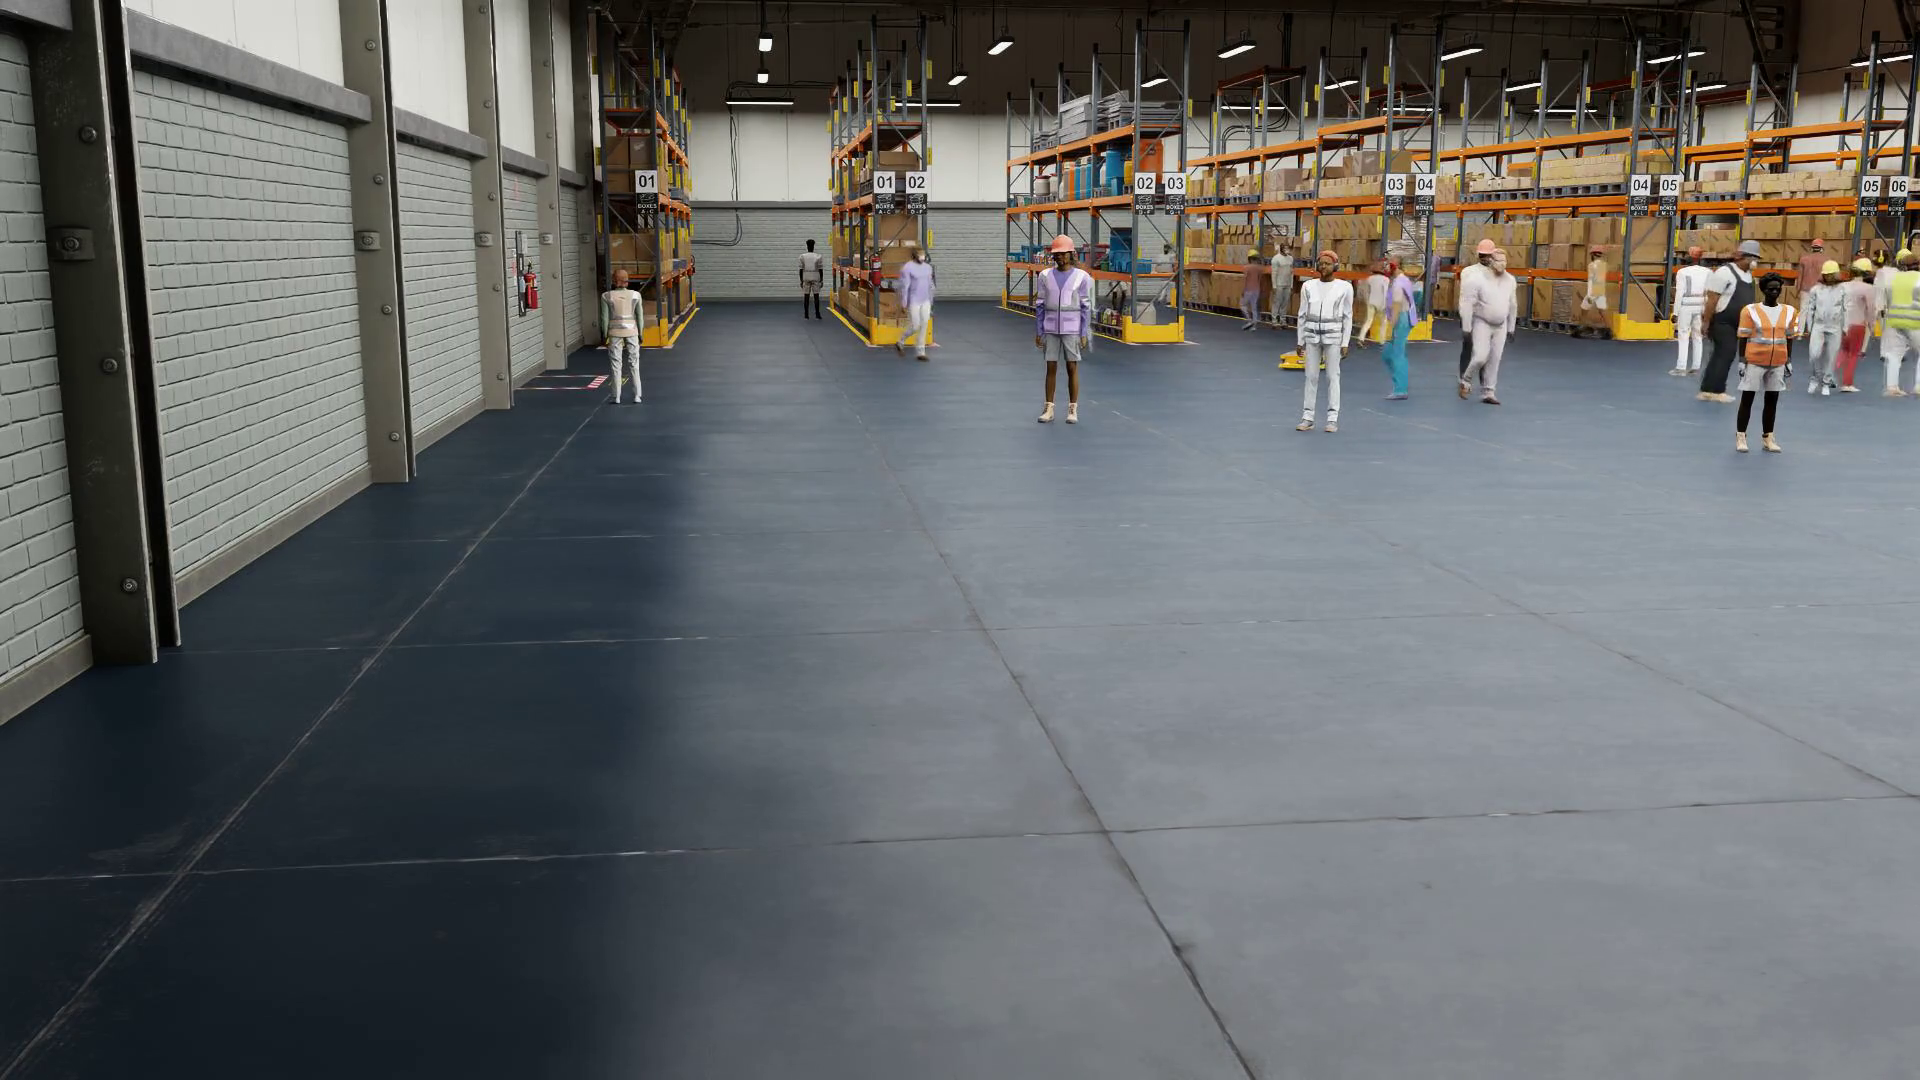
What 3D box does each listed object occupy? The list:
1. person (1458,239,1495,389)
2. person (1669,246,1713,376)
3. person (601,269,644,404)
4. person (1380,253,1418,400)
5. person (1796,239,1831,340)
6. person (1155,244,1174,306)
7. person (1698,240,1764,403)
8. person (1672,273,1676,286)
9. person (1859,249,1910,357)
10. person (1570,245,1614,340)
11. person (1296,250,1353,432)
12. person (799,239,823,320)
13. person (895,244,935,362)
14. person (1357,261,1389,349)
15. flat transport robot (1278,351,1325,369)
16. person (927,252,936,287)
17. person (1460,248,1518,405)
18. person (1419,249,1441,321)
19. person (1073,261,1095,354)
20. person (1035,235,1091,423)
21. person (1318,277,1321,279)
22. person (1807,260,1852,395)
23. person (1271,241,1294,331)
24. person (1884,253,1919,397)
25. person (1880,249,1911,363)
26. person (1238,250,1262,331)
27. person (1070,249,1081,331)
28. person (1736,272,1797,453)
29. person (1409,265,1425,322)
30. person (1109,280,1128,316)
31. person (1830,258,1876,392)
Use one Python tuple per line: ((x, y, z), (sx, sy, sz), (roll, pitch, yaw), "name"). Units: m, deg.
((6.926, -2.983, 22.080), (0.612, 1.991, 0.392), (0, 10, -2), "person")
((10.674, -3.335, 24.305), (0.584, 1.883, 0.345), (-3, 11, -14), "person")
((-4.095, -2.466, 20.213), (0.514, 1.641, 0.309), (-4, 11, -20), "person")
((5.437, -2.640, 20.687), (0.473, 1.820, 0.580), (1, 10, 3), "person")
((16.804, -4.927, 32.757), (0.616, 1.990, 0.401), (6, 12, 29), "person")
((5.991, -7.789, 48.900), (0.937, 1.809, 0.549), (-10, 14, -43), "person")
((9.433, -2.697, 20.381), (0.714, 2.000, 0.674), (-8, 13, -36), "person")
((18.744, -6.720, 42.943), (0.665, 1.845, 0.997), (-2, 10, -9), "person")
((15.579, -3.987, 28.047), (0.924, 1.835, 0.525), (5, 11, 24), "person")
((12.598, -4.890, 32.890), (0.534, 1.885, 1.007), (-4, 11, -22), "person")
((3.791, -2.067, 17.357), (0.576, 1.885, 0.355), (6, 12, 28), "person")
((-3.633, -6.365, 40.691), (0.608, 1.966, 0.365), (1, 10, 6), "person")
((-0.731, -3.850, 27.050), (0.577, 1.919, 0.631), (10, 14, 44), "person")
((7.547, -4.277, 30.250), (0.823, 1.601, 0.508), (-9, 14, -40), "person")
((5.390, -2.799, 25.793), (0.652, 0.197, 1.431), (4, 11, 21), "flat transport robot")
((-0.902, -6.843, 44.241), (0.523, 1.619, 0.458), (-4, 11, -20), "person")
((6.416, -2.585, 20.187), (0.667, 1.887, 0.474), (-3, 11, -16), "person")
((11.251, -6.212, 39.982), (0.584, 1.919, 0.375), (0, 10, -2), "person")
((2.054, -3.918, 28.192), (0.524, 1.618, 0.461), (-2, 11, -13), "person")
((1.113, -2.290, 18.142), (0.608, 2.044, 0.370), (3, 11, 16), "person")
((10.442, -7.642, 47.970), (0.655, 1.877, 0.863), (0, 10, 1), "person")
((11.122, -2.711, 21.309), (0.495, 1.725, 0.409), (5, 12, 27), "person")
((7.002, -5.508, 36.093), (0.627, 1.932, 0.364), (-8, 13, -37), "person")
((12.052, -2.700, 21.034), (0.541, 1.818, 0.680), (-6, 12, -28), "person")
((15.109, -3.757, 26.759), (0.590, 1.833, 0.403), (-1, 10, -4), "person")
((6.264, -5.364, 35.823), (0.543, 1.743, 0.416), (-6, 12, -31), "person")
((2.249, -4.945, 33.406), (0.611, 1.777, 0.942), (-3, 11, -14), "person")
((7.586, -1.667, 15.677), (0.535, 1.697, 0.318), (0, 10, 2), "person")
((9.789, -5.346, 35.700), (0.536, 1.748, 0.568), (-1, 10, -5), "person")
((4.033, -6.635, 42.296), (0.547, 1.919, 0.505), (-2, 10, -10), "person")
((11.681, -2.799, 21.743), (0.396, 1.757, 0.530), (-4, 11, -21), "person")
